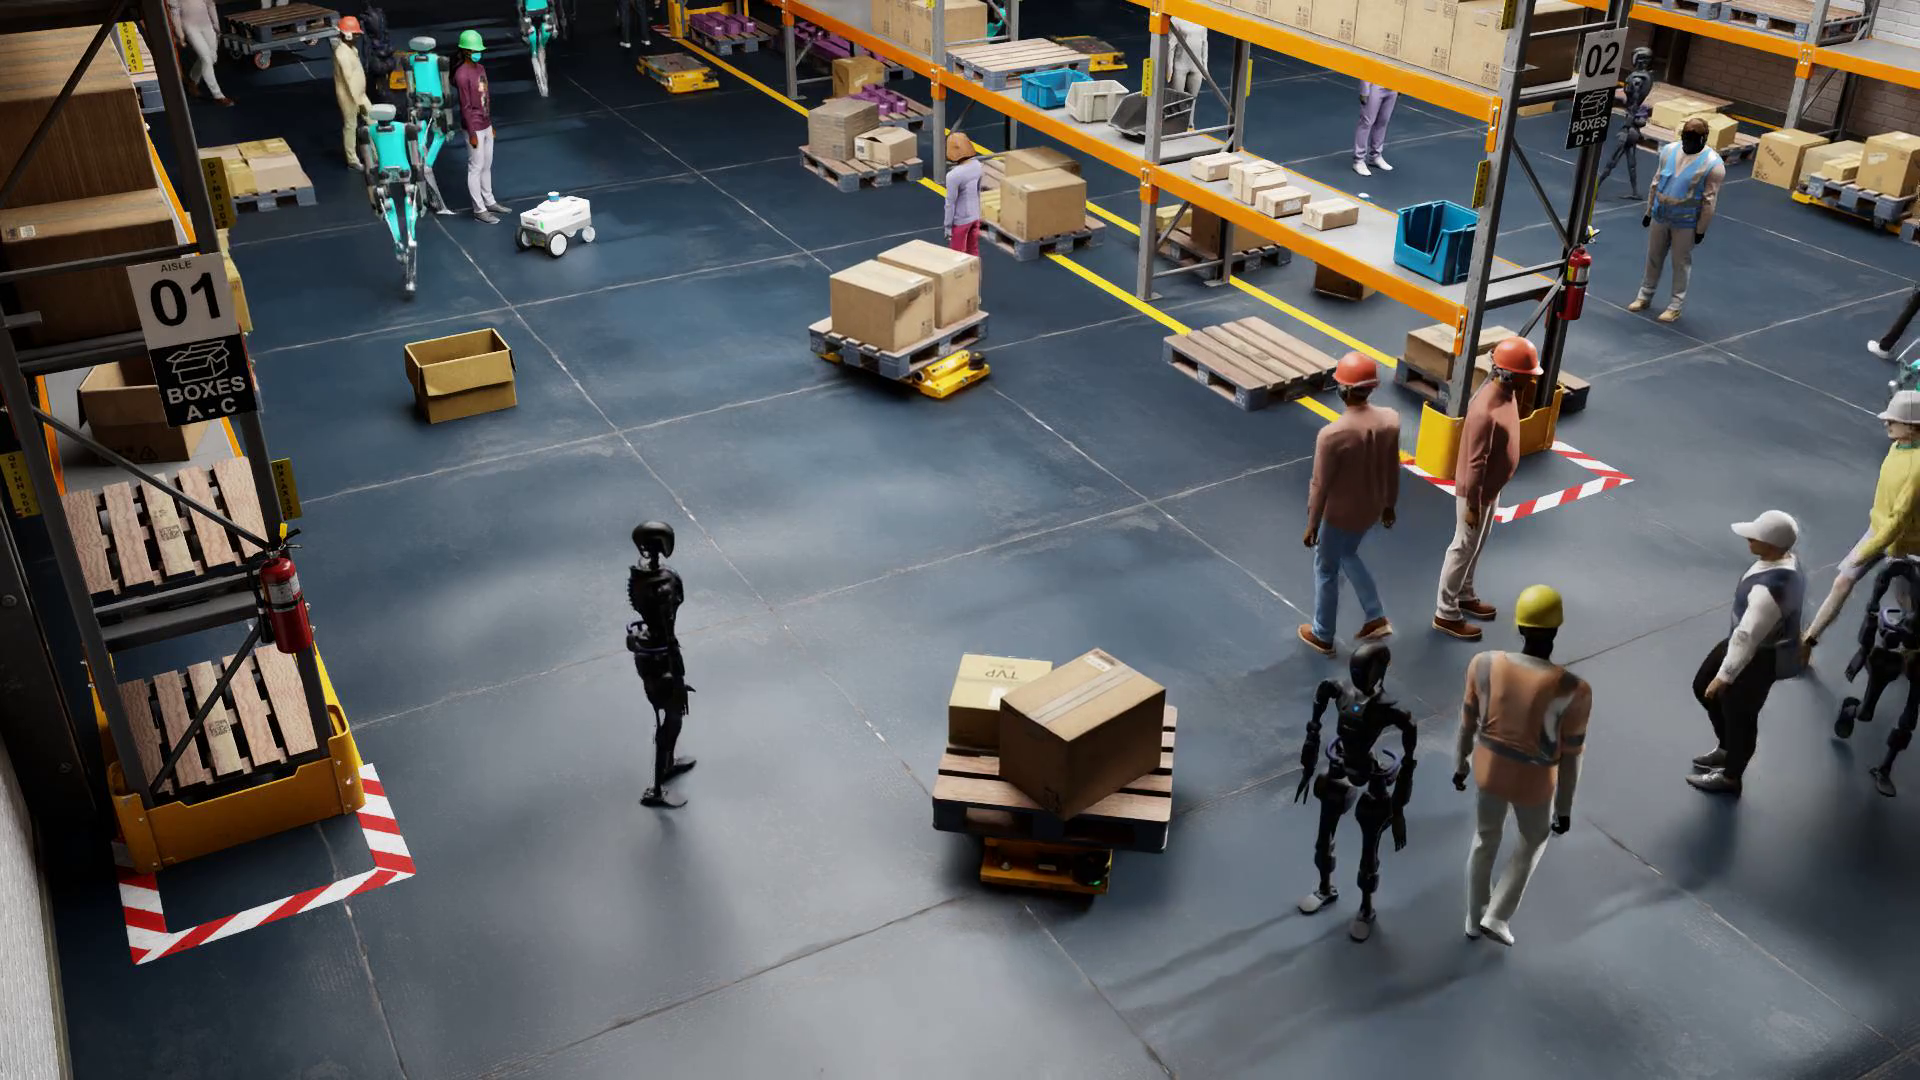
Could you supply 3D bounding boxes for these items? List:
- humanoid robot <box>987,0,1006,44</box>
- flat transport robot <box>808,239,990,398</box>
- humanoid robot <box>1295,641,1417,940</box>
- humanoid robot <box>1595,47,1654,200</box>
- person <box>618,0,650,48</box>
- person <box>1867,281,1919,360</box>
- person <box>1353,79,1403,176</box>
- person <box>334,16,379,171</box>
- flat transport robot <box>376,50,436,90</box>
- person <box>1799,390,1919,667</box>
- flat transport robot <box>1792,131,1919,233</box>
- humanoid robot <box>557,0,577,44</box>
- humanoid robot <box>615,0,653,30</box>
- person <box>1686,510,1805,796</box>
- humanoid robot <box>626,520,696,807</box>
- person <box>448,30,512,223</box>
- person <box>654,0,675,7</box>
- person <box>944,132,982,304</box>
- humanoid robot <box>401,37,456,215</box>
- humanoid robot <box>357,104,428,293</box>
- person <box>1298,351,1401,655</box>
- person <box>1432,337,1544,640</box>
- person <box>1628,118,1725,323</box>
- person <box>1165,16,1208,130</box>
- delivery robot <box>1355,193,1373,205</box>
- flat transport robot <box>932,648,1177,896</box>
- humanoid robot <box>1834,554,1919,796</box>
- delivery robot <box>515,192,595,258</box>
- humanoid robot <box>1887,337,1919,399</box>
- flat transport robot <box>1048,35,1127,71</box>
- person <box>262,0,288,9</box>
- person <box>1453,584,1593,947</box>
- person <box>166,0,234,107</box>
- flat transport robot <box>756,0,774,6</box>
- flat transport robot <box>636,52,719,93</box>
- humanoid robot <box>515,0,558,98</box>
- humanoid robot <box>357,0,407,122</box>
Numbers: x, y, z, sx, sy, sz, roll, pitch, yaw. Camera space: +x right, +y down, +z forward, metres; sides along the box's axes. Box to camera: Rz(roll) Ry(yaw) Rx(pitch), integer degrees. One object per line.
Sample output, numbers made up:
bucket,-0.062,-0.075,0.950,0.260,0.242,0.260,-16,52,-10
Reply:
humanoid robot,0.386,-6.962,22.145,0.728,1.869,0.533,9,31,15
flat transport robot,-0.505,-1.571,14.144,1.431,0.231,0.659,22,37,34
humanoid robot,1.891,1.184,7.931,0.601,1.651,0.327,22,37,33
humanoid robot,7.082,-4.440,17.740,0.689,1.635,0.610,12,32,20
person,-4.725,-7.987,23.741,0.506,1.839,0.343,-15,33,-24
person,8.170,-2.227,13.752,0.528,1.808,0.937,-6,30,-11
person,4.720,-5.046,18.554,0.640,1.905,0.402,-19,35,-30
person,-6.716,-4.959,18.576,0.638,1.714,0.558,3,30,6
flat transport robot,-7.452,-6.348,22.460,0.659,0.231,1.431,-4,30,-7
person,5.496,-0.024,9.890,0.993,1.827,0.460,0,30,0
flat transport robot,9.632,-3.536,17.565,0.659,0.231,1.431,-15,33,-25
humanoid robot,-5.693,-8.024,24.014,0.603,1.658,0.680,-9,31,-15
humanoid robot,-4.958,-8.435,24.683,0.539,1.818,0.898,18,35,28
person,4.193,0.622,8.843,0.483,1.742,0.737,13,32,21
humanoid robot,-1.611,0.635,8.888,0.336,1.648,0.595,-12,32,-20
person,-4.979,-4.275,17.168,0.424,1.949,0.489,6,30,11
person,-4.673,-9.230,25.986,0.564,1.751,0.329,3,30,5
person,0.019,-2.875,15.050,0.288,1.629,0.498,20,35,30
humanoid robot,-5.612,-4.271,17.370,0.580,1.769,0.891,6,31,11
humanoid robot,-5.171,-3.064,15.263,0.545,1.727,1.000,-6,30,-10
person,2.348,-0.182,10.012,0.642,1.973,0.542,-17,34,-27
person,3.248,-0.325,10.258,0.402,1.986,0.610,16,34,26
person,6.381,-2.852,14.812,0.431,1.837,0.631,-18,35,-28
person,2.637,-5.530,19.404,0.559,1.898,0.352,-13,32,-21
delivery robot,3.991,-3.167,16.643,0.499,0.601,0.798,-10,31,-17
flat transport robot,0.537,1.365,9.033,0.659,0.231,1.431,5,30,8
humanoid robot,5.165,0.564,9.024,0.598,1.649,0.557,7,31,12
delivery robot,-4.047,-3.180,16.653,0.499,0.589,0.782,19,35,29
humanoid robot,7.376,-1.505,12.473,0.737,1.701,0.532,-6,30,-10
flat transport robot,1.765,-6.814,23.272,0.659,0.231,1.431,-9,31,-15
person,-10.191,-8.441,24.572,0.499,1.803,0.670,-20,35,-31
person,2.635,1.097,7.869,0.619,1.894,0.499,20,36,31
person,-9.705,-6.491,21.065,0.841,1.911,0.641,14,33,23
flat transport robot,-3.148,-8.850,26.815,0.659,0.231,1.431,-21,36,-32
flat transport robot,-3.812,-6.293,22.365,0.659,0.231,1.431,-15,33,-25
humanoid robot,-5.544,-6.646,21.548,0.543,1.812,0.818,-18,34,-28
humanoid robot,-7.060,-5.874,20.237,0.352,1.642,0.596,7,31,12
